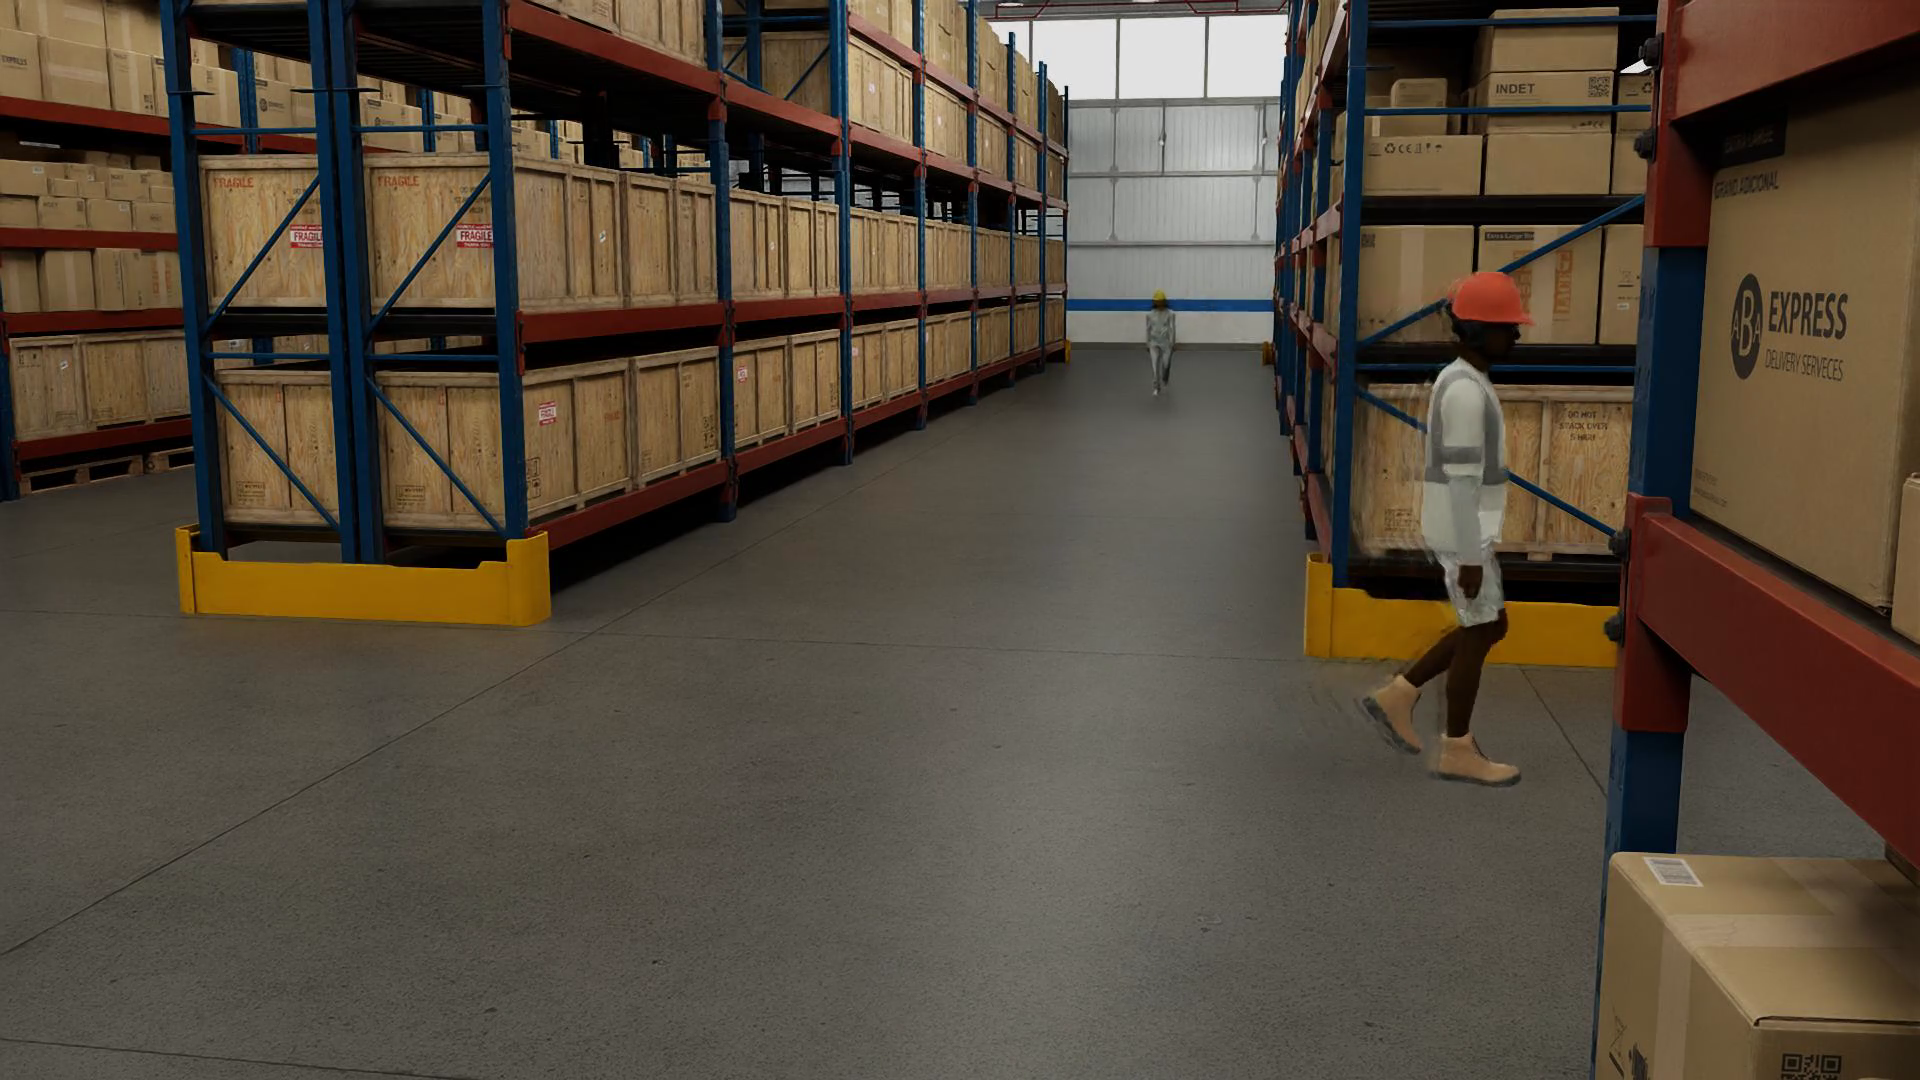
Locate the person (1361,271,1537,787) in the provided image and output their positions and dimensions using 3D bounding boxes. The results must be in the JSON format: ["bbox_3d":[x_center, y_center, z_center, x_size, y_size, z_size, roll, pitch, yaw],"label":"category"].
[{"bbox_3d":[1.950,-0.033,6.537,0.526,2.023,0.626,3,10,17],"label":"person"}]

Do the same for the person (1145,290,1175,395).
[{"bbox_3d":[3.285,-3.238,27.331,0.503,1.727,0.416,2,9,11],"label":"person"}]
